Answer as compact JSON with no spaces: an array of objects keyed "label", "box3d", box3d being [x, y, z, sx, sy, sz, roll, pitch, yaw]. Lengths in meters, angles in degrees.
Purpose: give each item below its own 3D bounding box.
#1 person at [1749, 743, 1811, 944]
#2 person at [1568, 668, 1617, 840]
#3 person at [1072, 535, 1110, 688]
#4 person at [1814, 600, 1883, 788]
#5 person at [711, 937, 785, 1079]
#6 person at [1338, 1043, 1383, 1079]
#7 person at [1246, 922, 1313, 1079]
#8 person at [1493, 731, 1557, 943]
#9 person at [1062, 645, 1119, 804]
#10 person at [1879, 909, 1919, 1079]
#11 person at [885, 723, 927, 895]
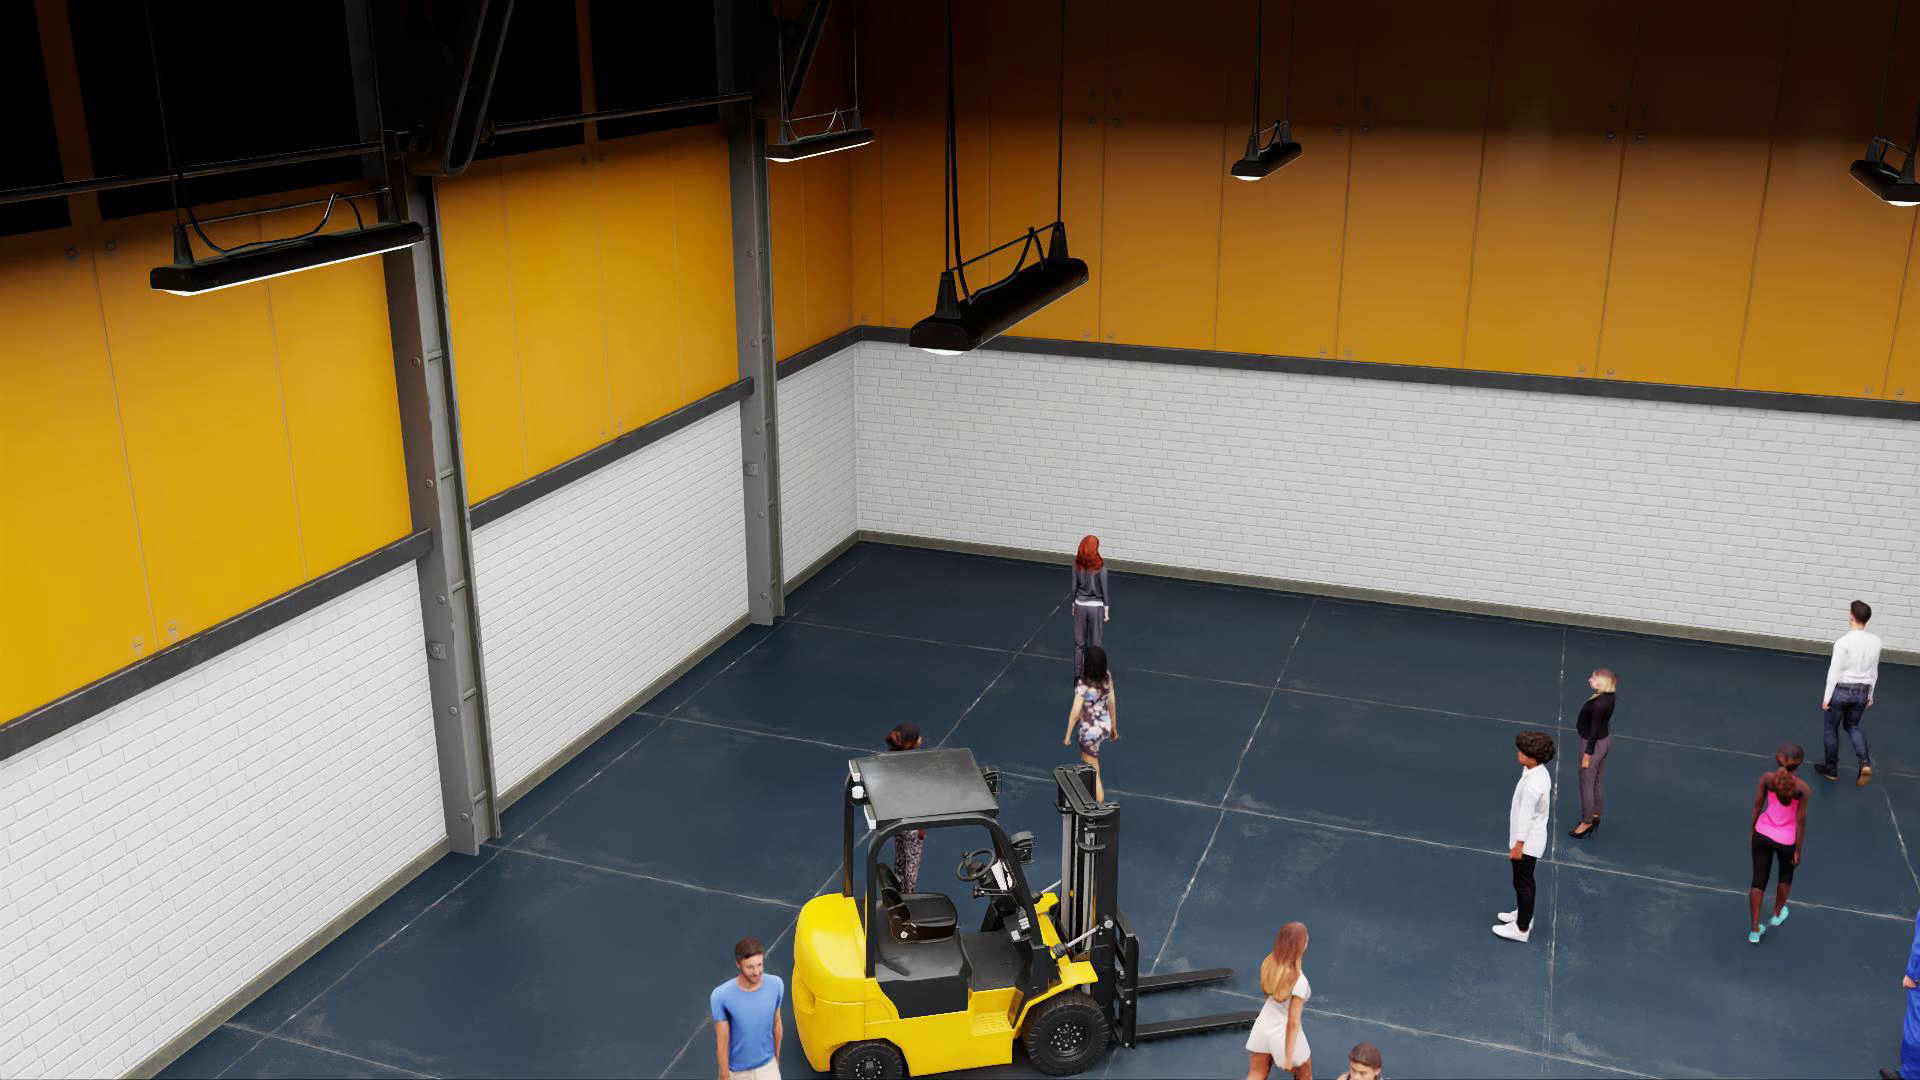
[{"label":"person","box3d":[6.551,2.468,13.418,0.758,1.703,0.924,15,24,38]},{"label":"person","box3d":[5.786,1.919,15.099,0.722,1.669,0.549,15,24,37]},{"label":"person","box3d":[1.423,0.786,18.292,0.598,1.780,0.536,9,21,26]},{"label":"person","box3d":[8.599,1.525,15.992,0.881,1.847,1.059,-1,19,-3]},{"label":"person","box3d":[-1.394,3.334,10.666,1.171,1.817,1.309,-7,20,-19]},{"label":"person","box3d":[2.444,3.677,10.068,0.626,1.549,0.829,12,22,32]},{"label":"person","box3d":[2.031,3.327,10.964,1.176,1.641,1.042,-11,21,-29]},{"label":"person","box3d":[4.612,2.390,13.487,0.674,1.807,0.485,7,20,21]},{"label":"person","box3d":[1.287,1.818,15.333,0.910,1.711,0.916,-17,25,-41]},{"label":"person","box3d":[6.850,3.004,11.635,0.753,1.825,0.836,-10,21,-27]},{"label":"person","box3d":[-0.434,2.309,13.873,0.735,1.714,0.673,-8,20,-23]}]
